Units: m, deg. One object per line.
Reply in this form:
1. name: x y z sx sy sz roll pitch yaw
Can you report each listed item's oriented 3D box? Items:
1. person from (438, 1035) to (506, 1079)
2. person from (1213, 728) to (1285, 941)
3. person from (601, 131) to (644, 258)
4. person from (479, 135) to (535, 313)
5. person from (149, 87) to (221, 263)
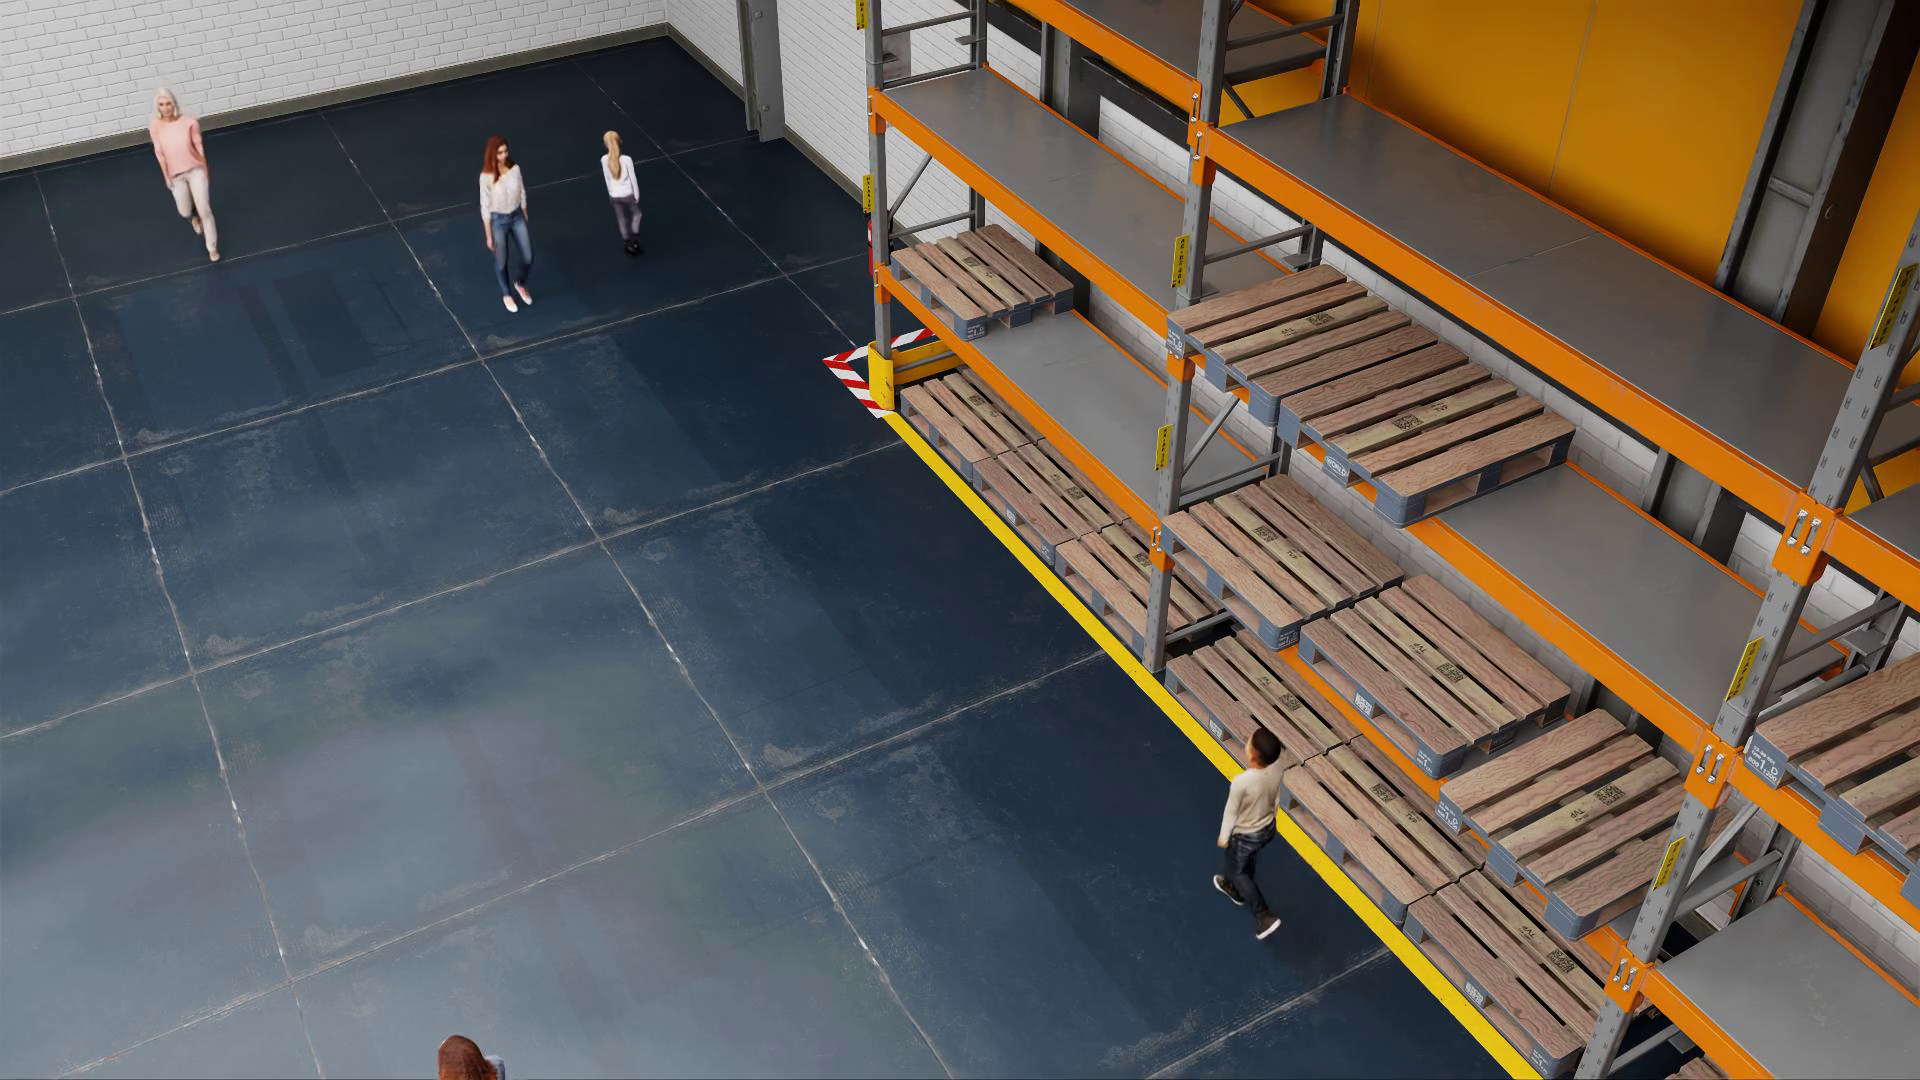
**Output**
1. person: -2.260 2.900 8.021 0.672 1.469 0.653 26 45 29
2. person: 1.707 1.699 9.539 0.611 1.451 0.855 -24 44 -27
3. person: -3.260 -3.276 15.920 0.616 1.262 0.677 6 39 8
4. person: -4.138 -2.898 15.087 0.624 1.711 0.604 -18 42 -21
5. person: -7.376 -3.536 15.887 0.716 1.710 0.920 -10 40 -12
